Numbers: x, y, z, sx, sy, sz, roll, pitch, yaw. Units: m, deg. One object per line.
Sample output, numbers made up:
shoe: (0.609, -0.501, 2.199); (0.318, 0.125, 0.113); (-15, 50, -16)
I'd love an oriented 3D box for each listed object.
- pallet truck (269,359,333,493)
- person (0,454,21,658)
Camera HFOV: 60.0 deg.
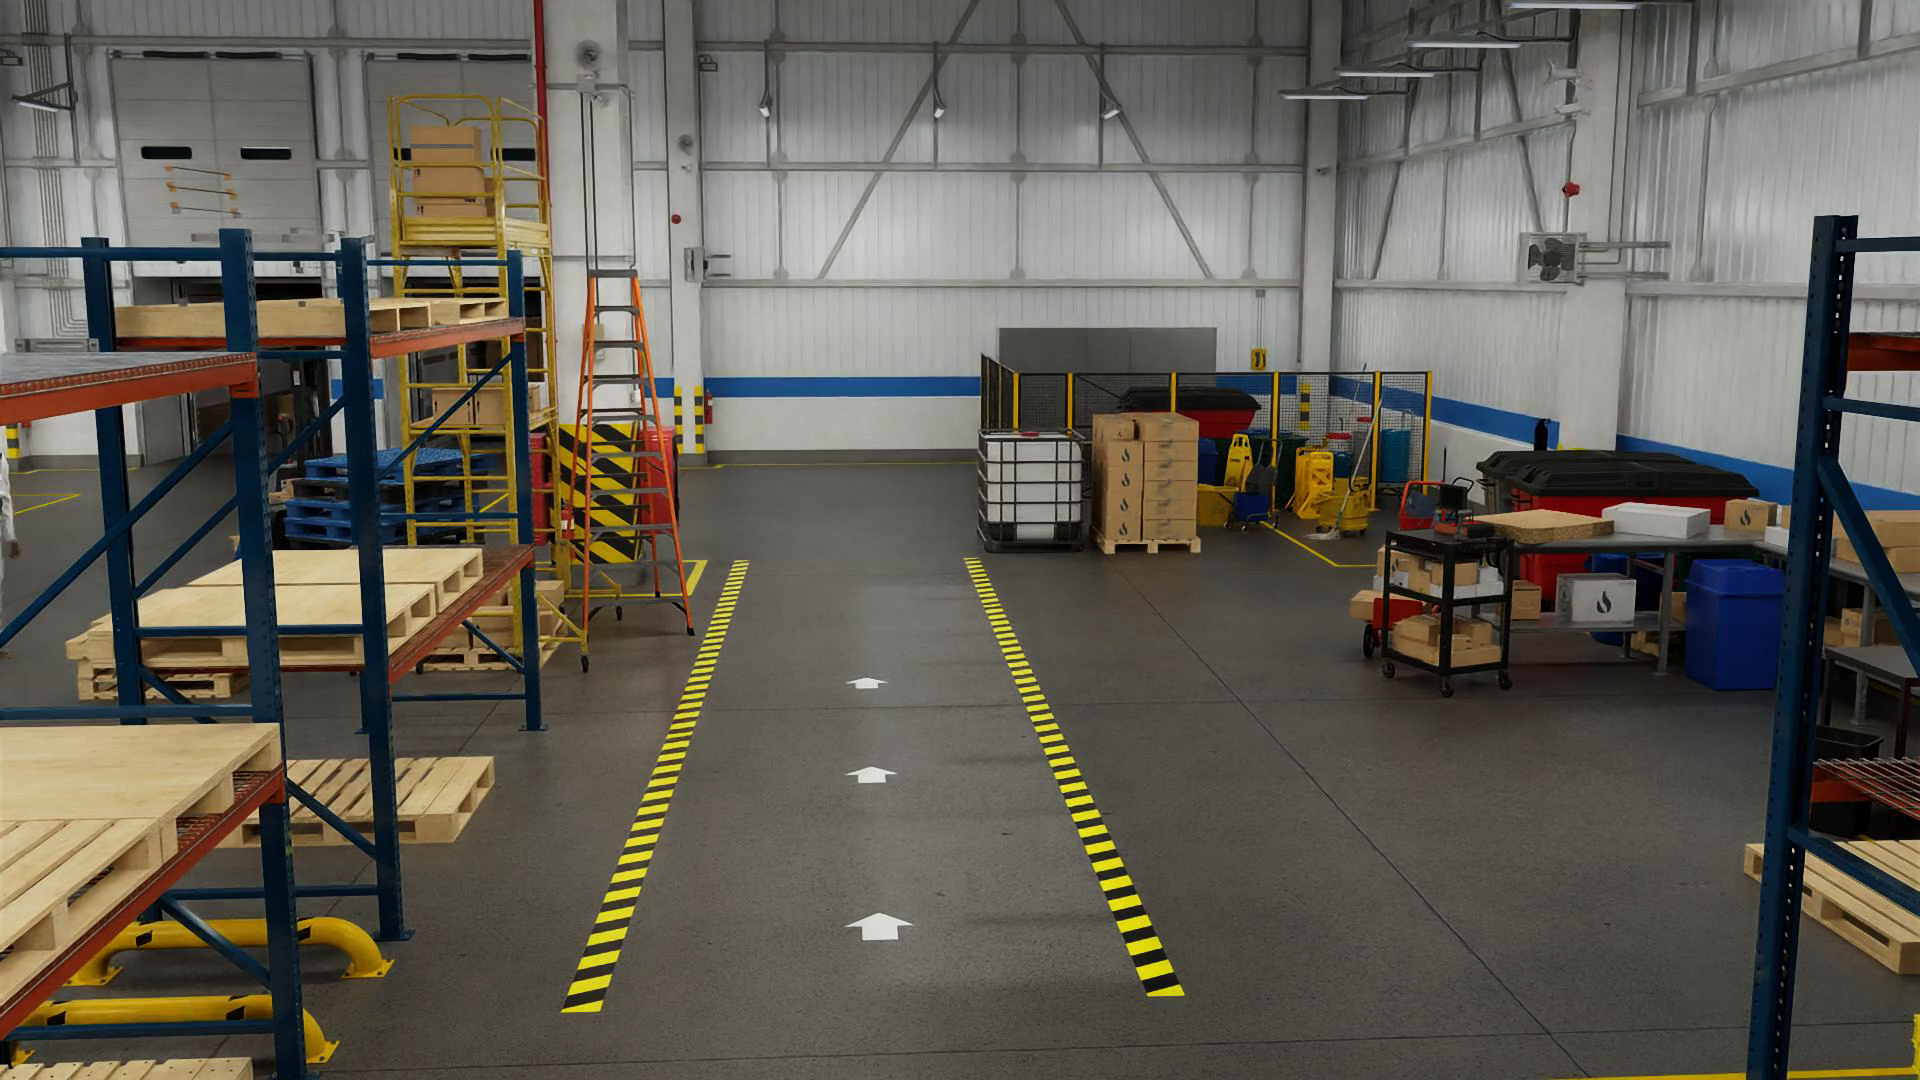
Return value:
pallet truck: (-7.062, -1.131, 18.996); (1.885, 1.965, 0.823); (2, 9, 13)
person: (-7.352, -0.009, 12.389); (0.410, 1.883, 0.611); (8, 12, 43)
